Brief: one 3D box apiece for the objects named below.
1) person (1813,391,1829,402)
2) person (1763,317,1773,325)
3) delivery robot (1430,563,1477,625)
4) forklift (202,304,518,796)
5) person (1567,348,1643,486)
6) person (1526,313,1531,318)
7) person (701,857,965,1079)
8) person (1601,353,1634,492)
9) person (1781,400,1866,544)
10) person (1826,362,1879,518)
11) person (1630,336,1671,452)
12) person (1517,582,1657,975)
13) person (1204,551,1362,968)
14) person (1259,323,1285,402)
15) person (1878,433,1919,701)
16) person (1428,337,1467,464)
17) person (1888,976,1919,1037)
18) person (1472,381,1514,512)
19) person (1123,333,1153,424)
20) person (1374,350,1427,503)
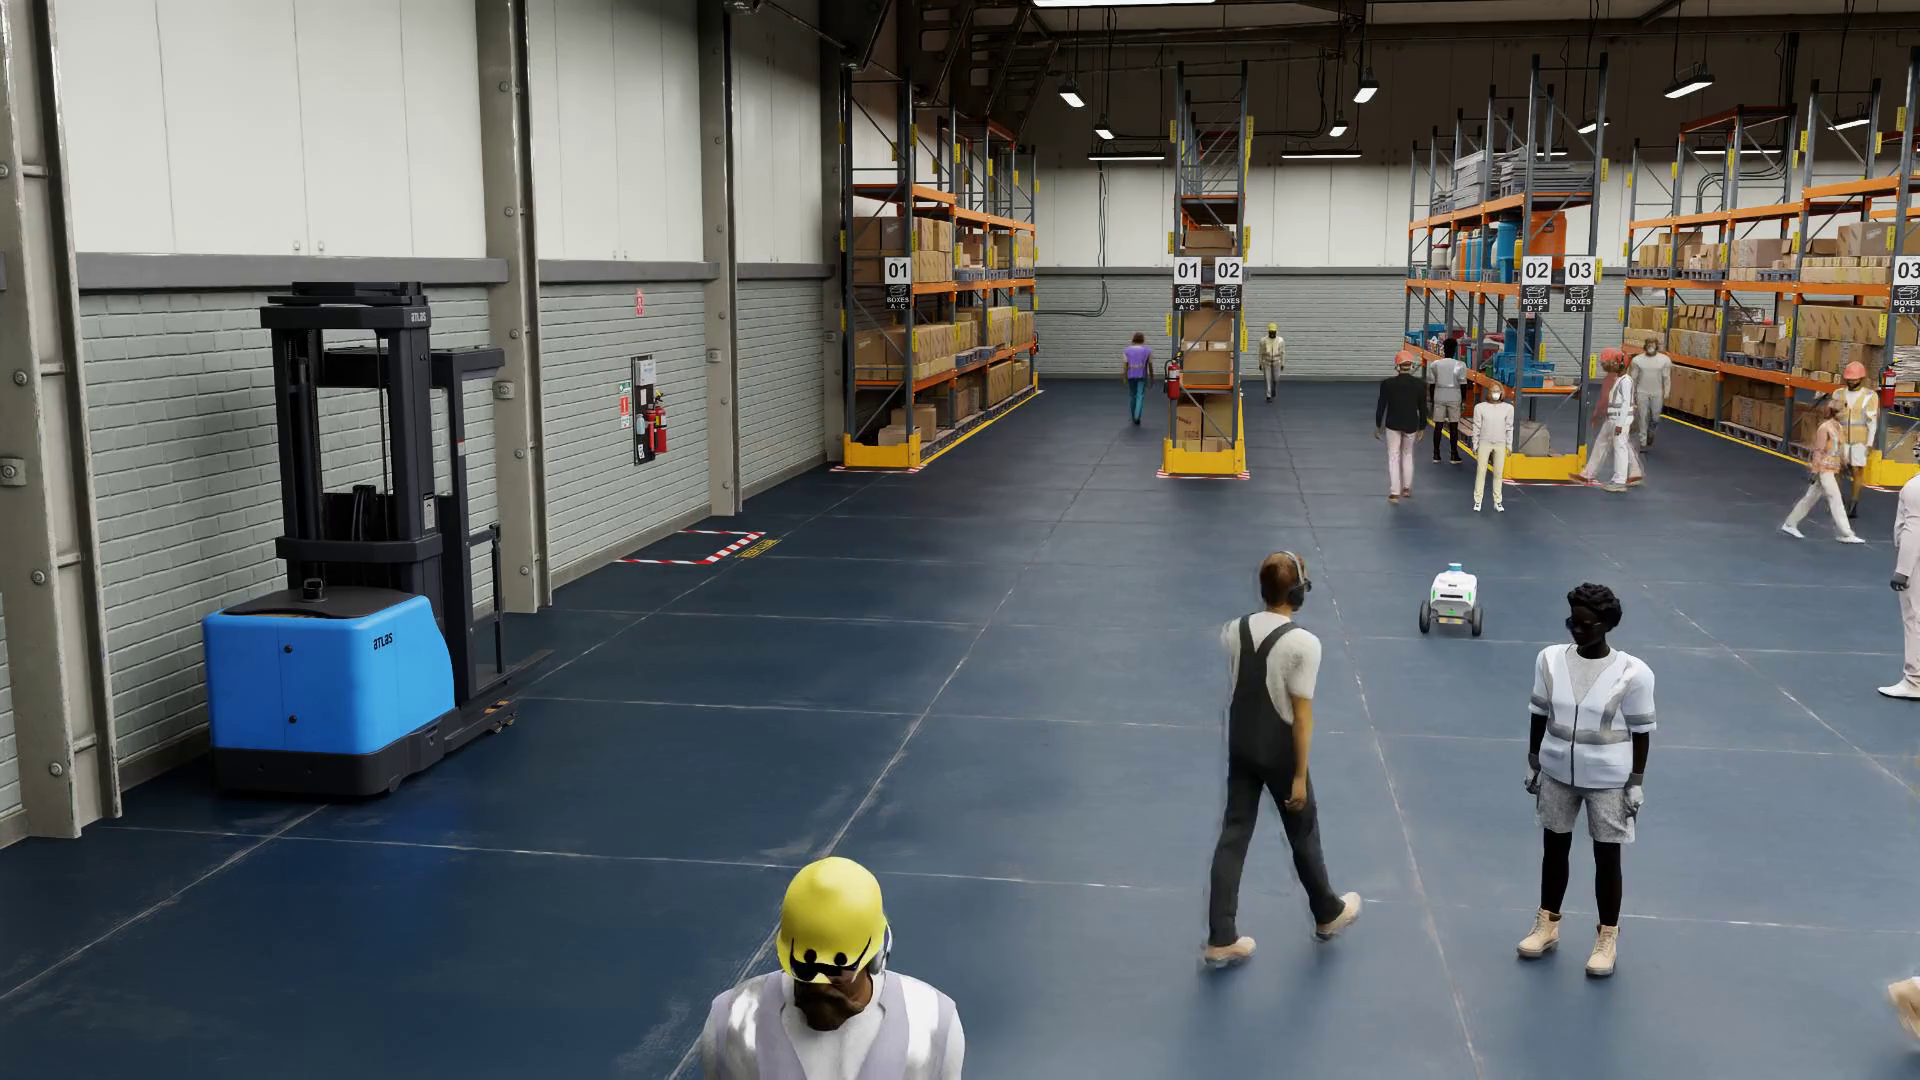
[{"bbox_3d":[20.004,-4.100,38.483,0.696,1.776,0.979,6,11,32],"label":"person"},{"bbox_3d":[17.811,-3.914,36.706,0.400,1.993,0.656,7,12,37],"label":"person"},{"bbox_3d":[4.174,0.442,14.053,0.477,0.478,0.707,3,10,19],"label":"delivery robot"},{"bbox_3d":[-3.673,-0.038,10.147,1.129,2.768,1.873,1,9,9],"label":"forklift"},{"bbox_3d":[9.120,-1.714,23.296,1.076,1.931,0.593,1,9,9],"label":"person"},{"bbox_3d":[13.676,-4.495,40.261,0.615,1.987,0.406,-5,10,-26],"label":"person"},{"bbox_3d":[-0.272,1.540,3.540,0.588,1.822,0.403,-1,9,-5],"label":"person"},{"bbox_3d":[9.050,-1.617,22.822,0.354,1.883,0.572,3,10,17],"label":"person"},{"bbox_3d":[9.658,-0.777,18.563,0.894,1.592,0.528,8,12,40],"label":"person"},{"bbox_3d":[10.835,-1.215,20.244,0.557,1.907,0.600,9,13,44],"label":"person"},{"bbox_3d":[11.506,-2.440,27.770,0.645,1.927,0.618,4,10,22],"label":"person"},{"bbox_3d":[2.690,1.014,7.161,0.540,1.697,0.317,8,12,42],"label":"person"},{"bbox_3d":[1.427,0.936,7.327,0.941,1.798,0.527,-8,12,-42],"label":"person"},{"bbox_3d":[7.196,-4.114,38.429,0.598,1.817,0.536,1,9,6],"label":"person"},{"bbox_3d":[6.793,0.171,11.733,0.643,1.905,0.399,-5,10,-28],"label":"person"},{"bbox_3d":[7.655,-2.189,26.092,0.603,1.967,0.368,6,11,32],"label":"person"},{"bbox_3d":[3.959,1.132,6.097,0.830,1.813,0.628,5,11,29],"label":"person"},{"bbox_3d":[6.677,-1.176,20.860,0.500,1.636,0.280,1,9,8],"label":"person"},{"bbox_3d":[3.516,-3.199,32.878,0.584,1.805,0.991,2,9,9],"label":"person"},{"bbox_3d":[5.754,-1.488,21.765,0.624,1.973,0.628,0,9,-1],"label":"person"}]
